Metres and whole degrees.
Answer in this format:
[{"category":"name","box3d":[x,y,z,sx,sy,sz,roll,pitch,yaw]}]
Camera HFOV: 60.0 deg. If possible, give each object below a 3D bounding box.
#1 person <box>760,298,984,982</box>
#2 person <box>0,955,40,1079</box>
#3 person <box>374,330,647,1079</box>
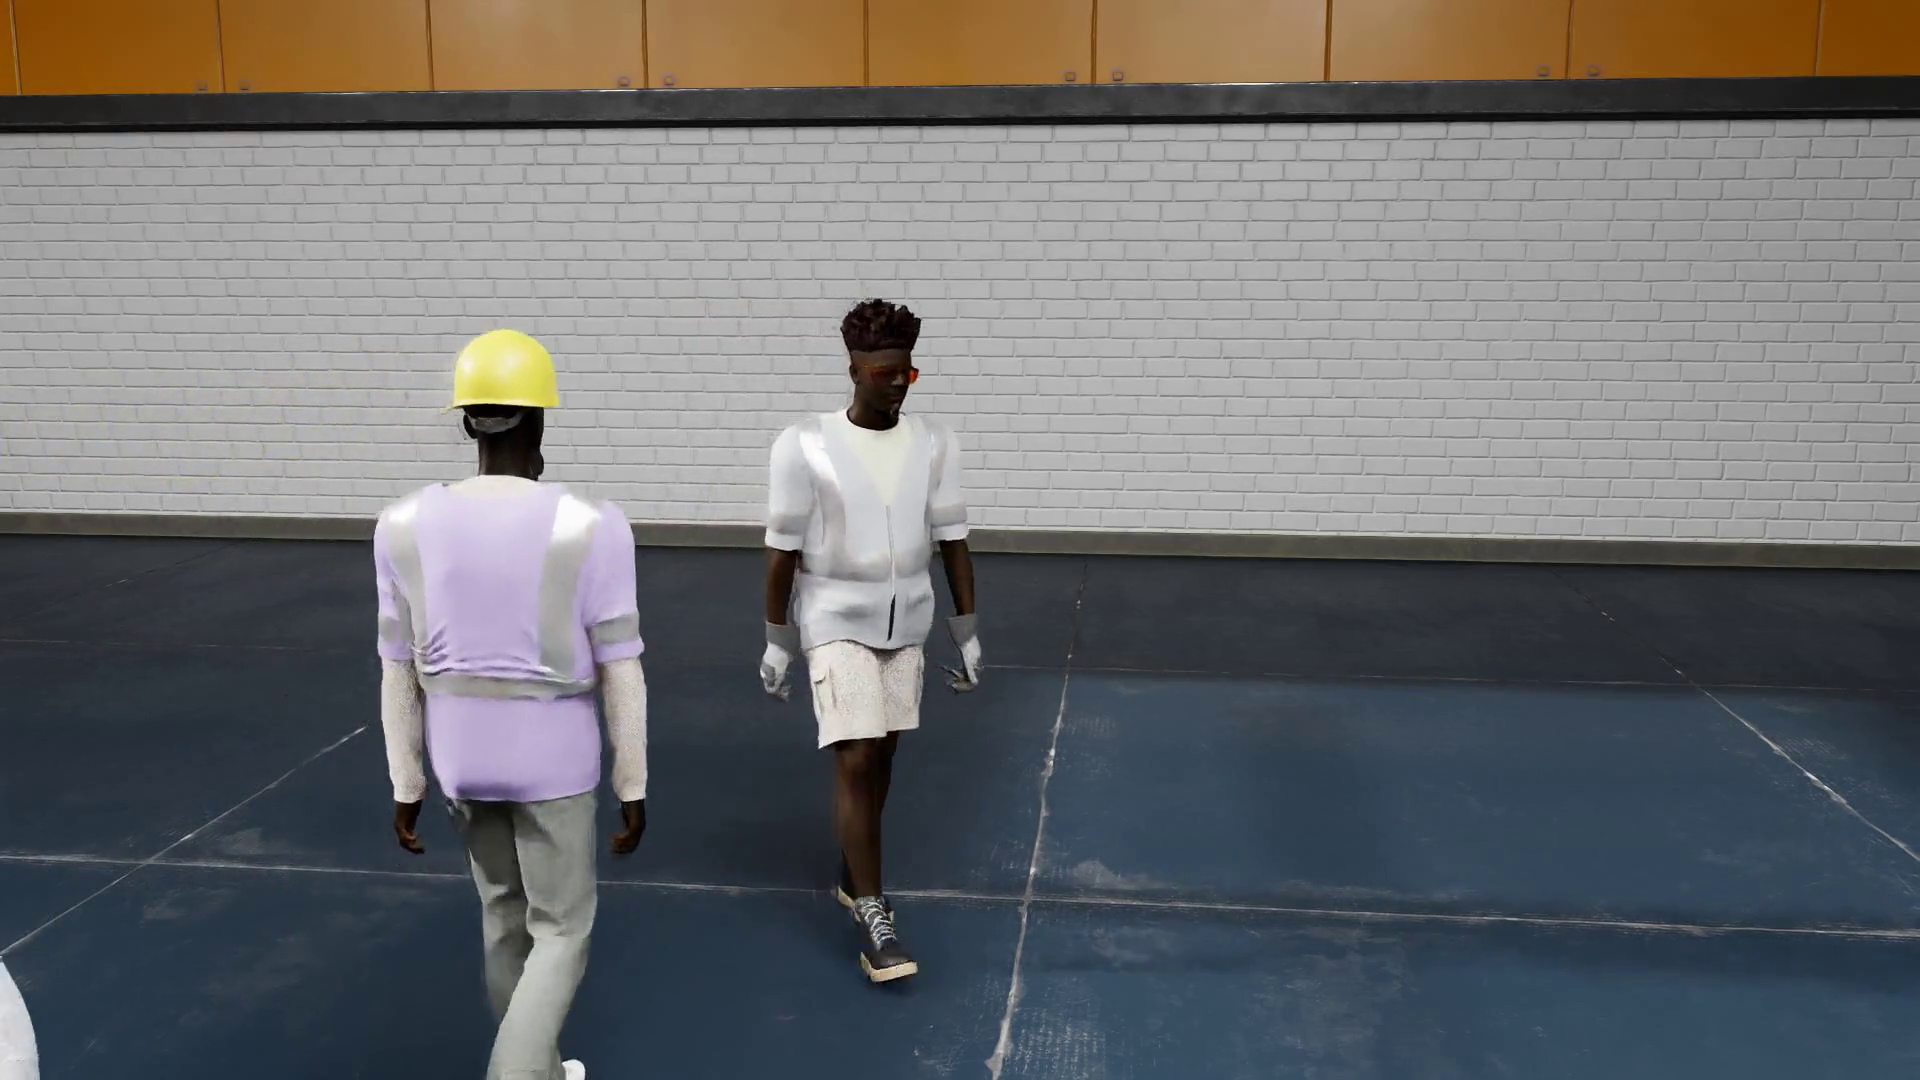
[{"category":"person","box3d":[-0.210,0.278,4.835,0.638,1.922,0.915,-5,11,-29]},{"category":"person","box3d":[-1.108,0.922,1.484,0.641,1.820,0.547,-3,10,-19]},{"category":"person","box3d":[-0.998,0.502,3.638,0.599,1.908,0.794,1,10,8]}]
